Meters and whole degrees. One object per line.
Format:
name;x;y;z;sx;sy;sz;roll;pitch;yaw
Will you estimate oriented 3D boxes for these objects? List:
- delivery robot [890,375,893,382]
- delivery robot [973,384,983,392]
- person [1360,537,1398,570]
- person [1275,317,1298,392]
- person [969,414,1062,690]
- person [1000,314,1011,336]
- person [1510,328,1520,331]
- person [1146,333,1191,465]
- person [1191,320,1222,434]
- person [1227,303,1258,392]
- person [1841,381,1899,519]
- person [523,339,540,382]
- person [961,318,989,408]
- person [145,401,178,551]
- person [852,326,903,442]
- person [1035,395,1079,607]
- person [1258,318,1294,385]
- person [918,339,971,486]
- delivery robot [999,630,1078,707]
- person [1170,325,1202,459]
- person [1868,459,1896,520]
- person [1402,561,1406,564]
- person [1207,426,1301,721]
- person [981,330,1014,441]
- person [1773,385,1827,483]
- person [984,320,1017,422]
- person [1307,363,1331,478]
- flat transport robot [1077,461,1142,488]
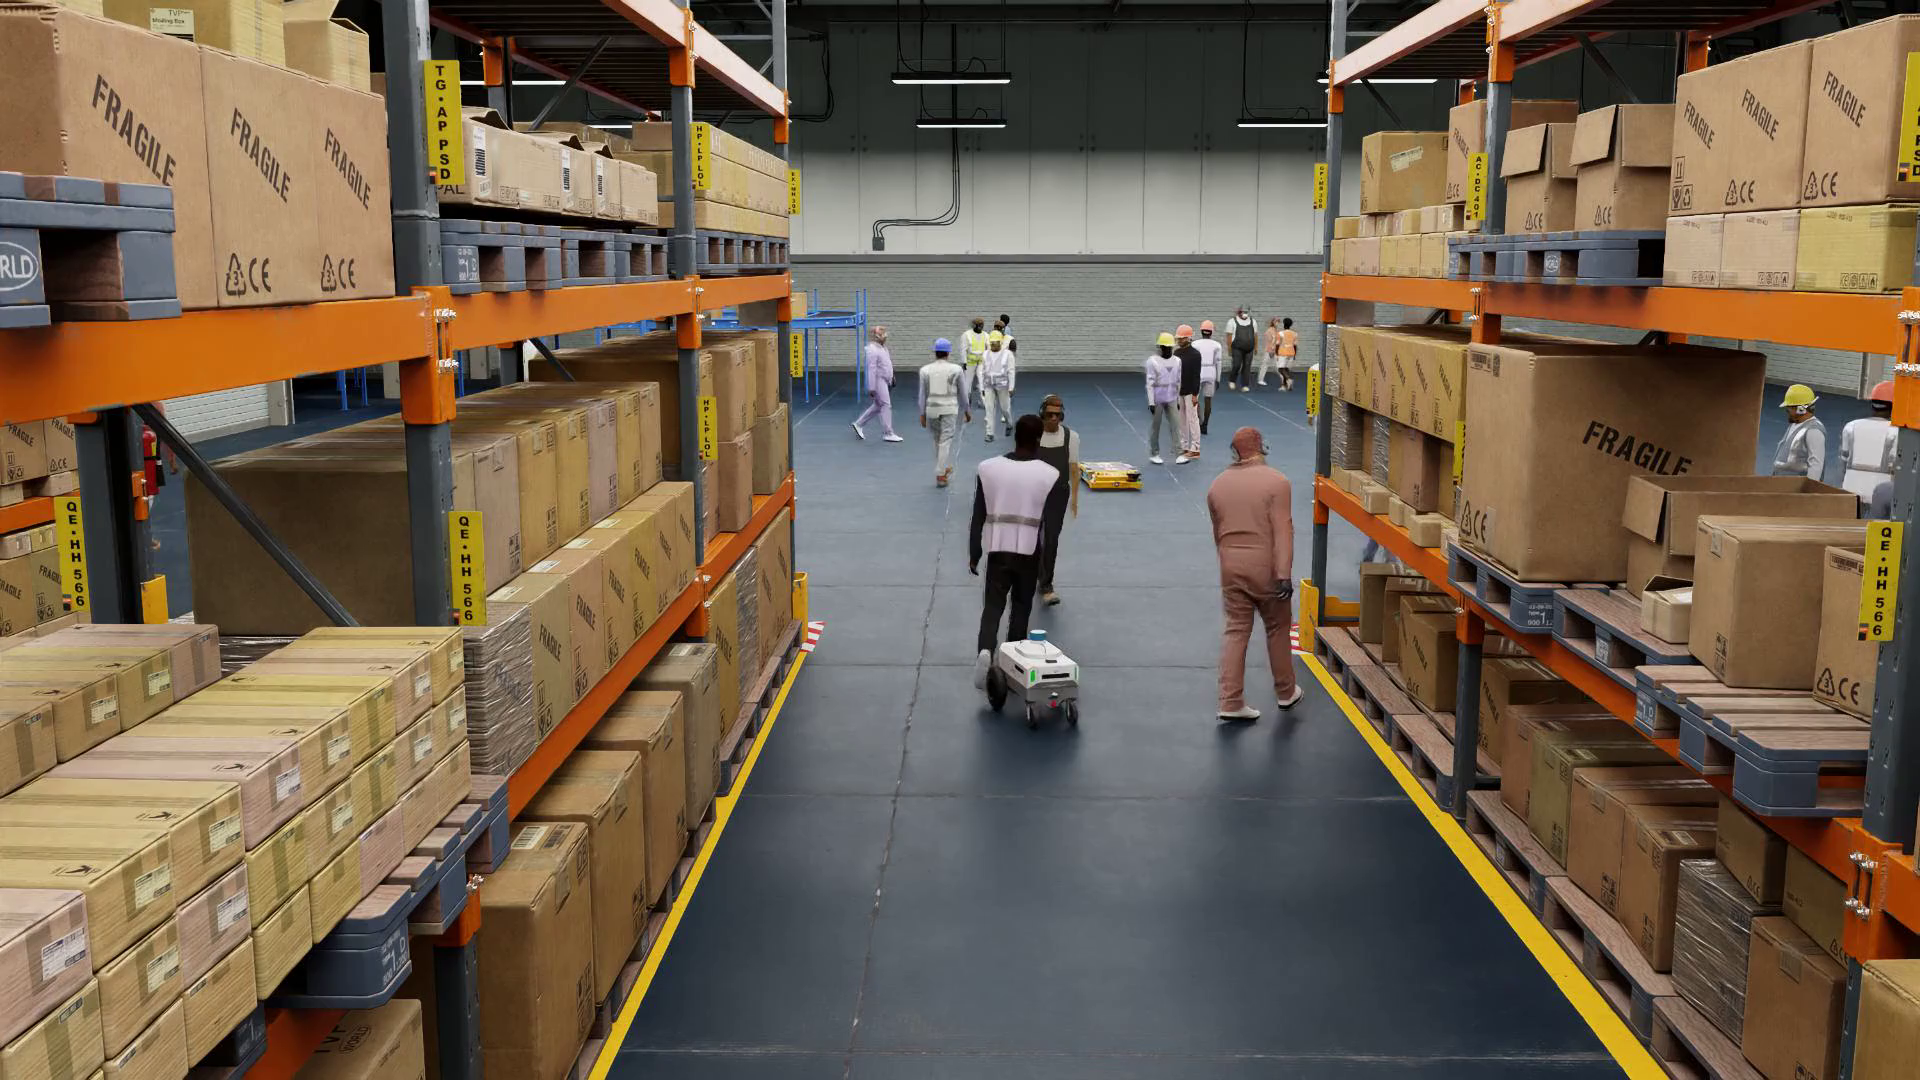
delivery robot;-1.840;-3.924;39.141;0.477;0.478;0.707;-4;10;-20
delivery robot;0.427;-3.137;33.650;0.335;0.223;0.698;-2;10;-14
person;3.784;-0.407;14.657;0.561;1.748;0.413;-2;10;-13
person;7.340;-4.148;37.273;0.538;1.673;0.651;-4;10;-20
person;0.358;0.100;11.241;0.644;1.881;0.790;2;10;13
person;1.041;-4.392;38.685;0.317;1.696;0.538;2;10;11
person;8.516;-2.261;25.316;0.704;1.909;0.521;-1;10;-6
person;2.981;-2.001;23.779;0.611;1.881;0.948;-4;10;-24
person;4.157;-2.768;28.271;0.583;1.924;0.399;0;9;-1
person;6.373;-4.330;37.409;0.685;2.000;0.538;-2;10;-9
person;7.755;-0.392;14.114;0.831;1.902;0.567;-8;13;-41
person;-7.269;-2.698;27.966;1.025;1.880;0.649;8;12;40
person;0.313;-3.567;33.478;0.637;1.797;0.972;-3;10;-15
person;-8.080;-0.777;16.306;0.624;1.951;1.023;0;9;-2
person;-1.359;-2.557;27.150;0.831;1.880;0.644;2;10;9
person;0.754;-0.362;14.306;0.504;1.799;0.939;-2;10;-10
person;7.421;-4.428;39.213;0.893;1.582;0.525;9;13;42
person;-0.194;-1.695;21.915;0.627;1.895;1.003;3;10;19
delivery robot;0.502;0.823;10.706;0.477;0.478;0.707;-3;10;-16
person;3.345;-2.204;24.737;0.415;1.986;0.607;-5;11;-26
person;6.786;0.119;11.920;0.506;1.604;0.666;1;10;6
person;4.299;-0.388;14.967;0.513;1.601;0.834;-3;10;-16
person;1.928;0.205;10.682;0.723;1.853;0.861;8;12;40
person;0.631;-2.543;27.280;0.601;1.806;0.772;4;10;22
person;7.448;-0.468;14.796;0.403;1.821;0.596;2;10;10
person;0.710;-3.091;30.450;0.626;1.846;0.429;5;10;25
person;4.858;-1.710;21.948;0.565;1.918;0.404;2;10;10
flat transport robot;1.958;-0.874;21.996;0.652;0.197;1.431;-1;9;-4
